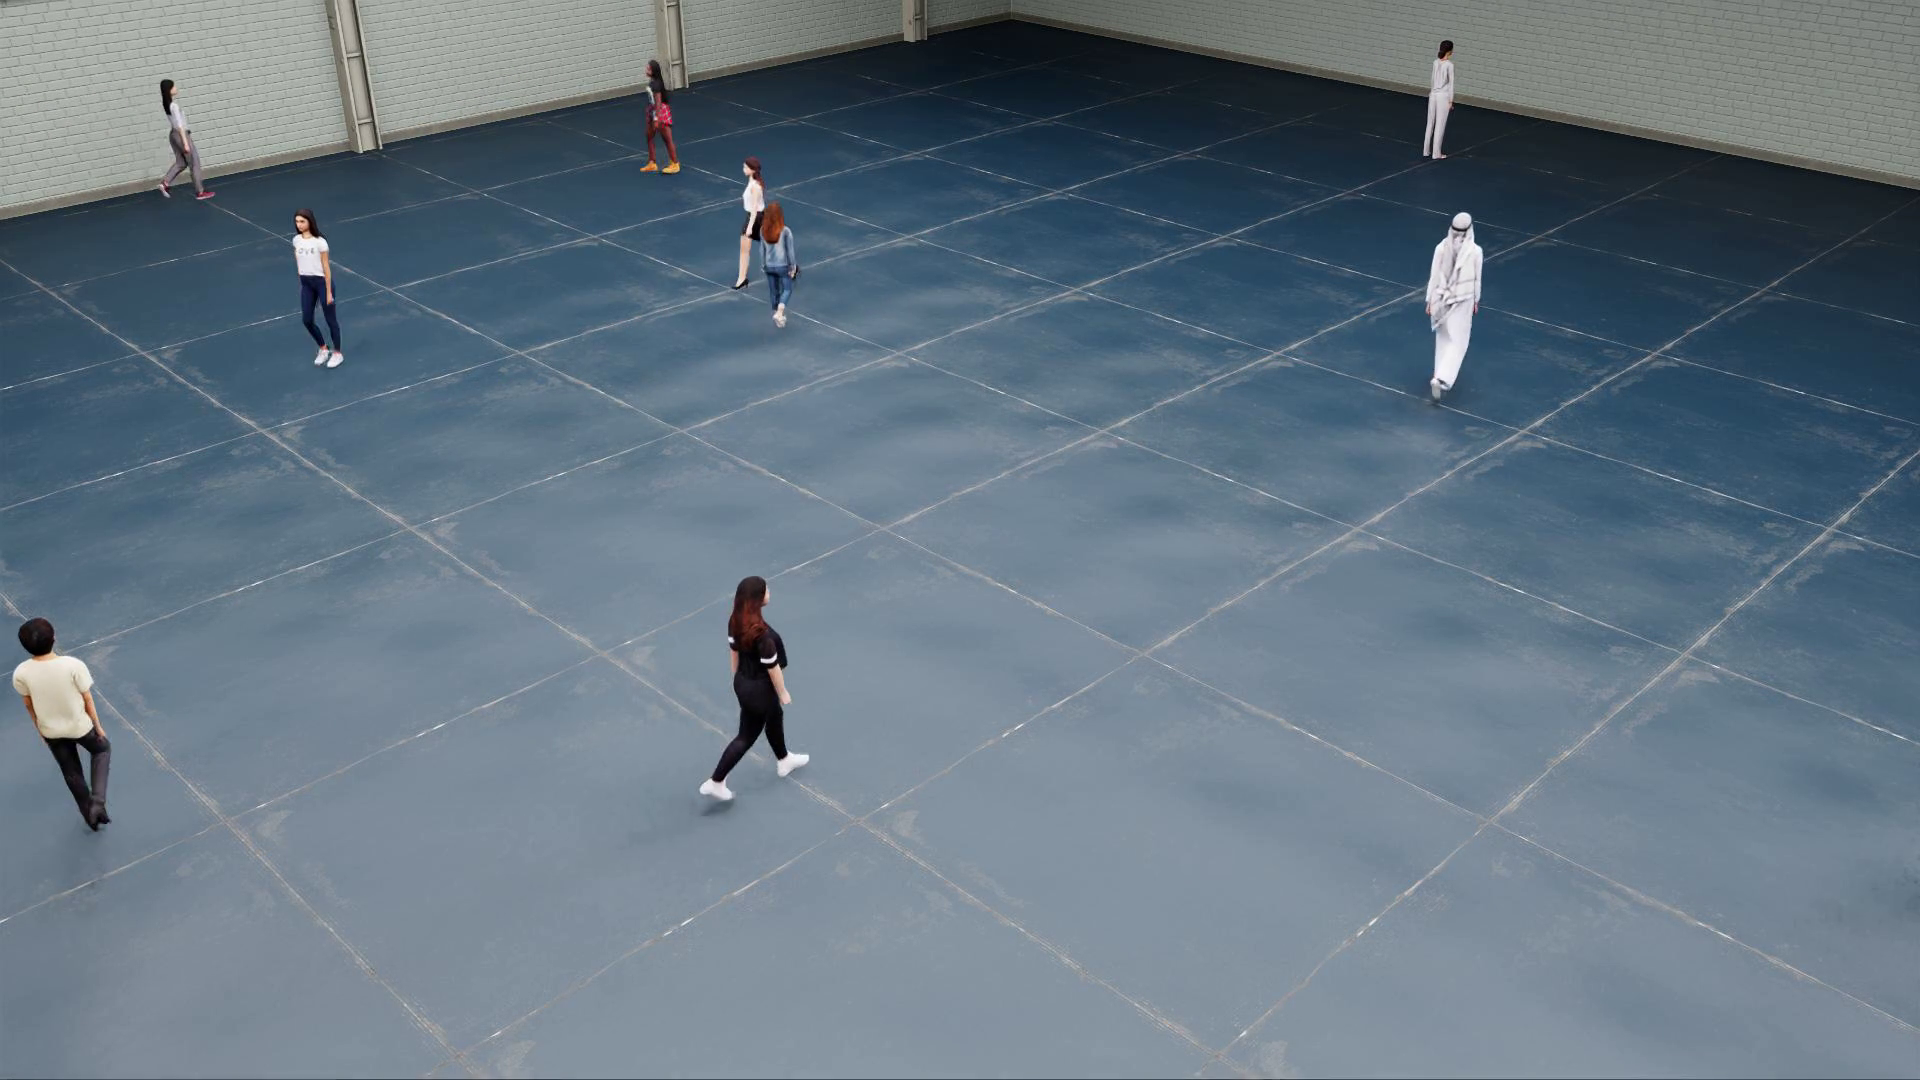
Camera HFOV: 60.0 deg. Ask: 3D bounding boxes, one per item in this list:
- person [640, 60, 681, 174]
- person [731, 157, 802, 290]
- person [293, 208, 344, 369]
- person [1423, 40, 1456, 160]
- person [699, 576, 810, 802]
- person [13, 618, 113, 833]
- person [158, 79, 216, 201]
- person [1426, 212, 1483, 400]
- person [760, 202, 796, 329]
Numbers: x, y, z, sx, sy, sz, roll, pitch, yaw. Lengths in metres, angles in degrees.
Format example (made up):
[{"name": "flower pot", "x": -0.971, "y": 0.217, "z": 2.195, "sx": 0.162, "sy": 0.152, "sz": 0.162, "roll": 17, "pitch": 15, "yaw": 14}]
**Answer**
[{"name": "person", "x": -4.424, "y": -6.261, "z": 24.657, "sx": 0.885, "sy": 1.693, "sz": 0.739, "roll": -10, "pitch": 30, "yaw": -18}, {"name": "person", "x": -2.360, "y": -3.804, "z": 20.130, "sx": 1.160, "sy": 1.611, "sz": 0.889, "roll": -10, "pitch": 30, "yaw": -17}, {"name": "person", "x": -6.878, "y": -2.736, "z": 17.964, "sx": 0.705, "sy": 1.763, "sz": 0.748, "roll": 6, "pitch": 29, "yaw": 10}, {"name": "person", "x": 7.364, "y": -6.760, "z": 25.508, "sx": 0.611, "sy": 1.774, "sz": 0.644, "roll": -16, "pitch": 32, "yaw": -27}, {"name": "person", "x": -1.421, "y": 1.026, "z": 11.065, "sx": 1.137, "sy": 1.606, "sz": 0.742, "roll": -17, "pitch": 33, "yaw": -29}, {"name": "person", "x": -5.738, "y": 1.243, "z": 10.689, "sx": 0.704, "sy": 1.578, "sz": 0.785, "roll": -7, "pitch": 29, "yaw": -12}, {"name": "person", "x": -11.047, "y": -5.595, "z": 23.383, "sx": 0.934, "sy": 1.715, "sz": 0.601, "roll": -25, "pitch": 37, "yaw": -38}, {"name": "person", "x": 5.085, "y": -2.401, "z": 17.194, "sx": 0.864, "sy": 1.894, "sz": 1.236, "roll": 16, "pitch": 32, "yaw": 27}, {"name": "person", "x": -2.107, "y": -3.105, "z": 18.970, "sx": 0.750, "sy": 1.468, "sz": 0.835, "roll": 6, "pitch": 29, "yaw": 12}]
